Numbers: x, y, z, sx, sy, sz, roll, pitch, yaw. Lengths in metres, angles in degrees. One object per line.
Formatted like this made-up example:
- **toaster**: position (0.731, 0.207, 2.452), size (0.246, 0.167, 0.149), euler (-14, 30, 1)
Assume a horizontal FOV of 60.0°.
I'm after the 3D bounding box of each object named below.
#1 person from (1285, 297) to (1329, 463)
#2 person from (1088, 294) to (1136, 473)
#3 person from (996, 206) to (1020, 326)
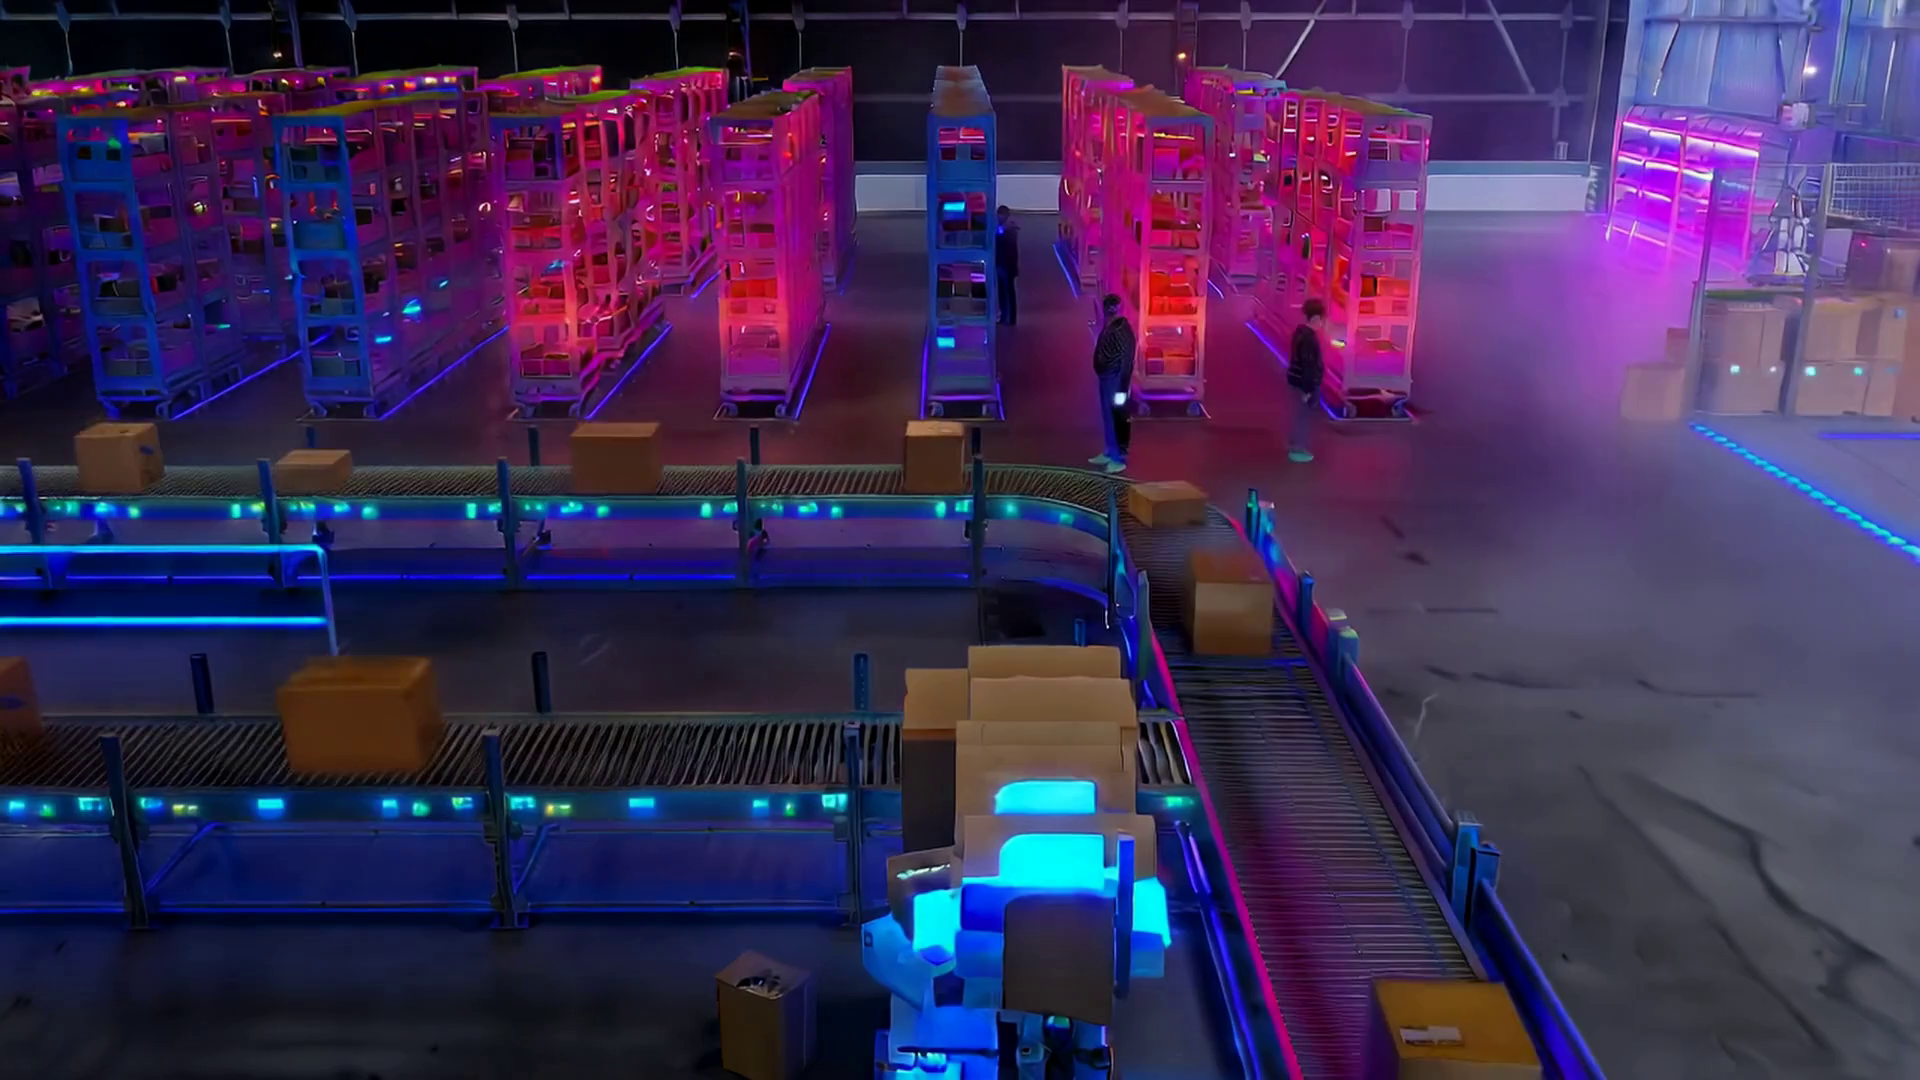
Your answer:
- **person**: position (3.752, -1.721, 17.991), size (0.427, 1.818, 0.625), euler (5, 19, 15)
- **person**: position (1.617, -1.673, 17.709), size (0.401, 1.910, 0.642), euler (-5, 19, -14)
- **person**: position (0.670, -4.263, 25.809), size (0.577, 1.831, 0.396), euler (11, 21, 30)
